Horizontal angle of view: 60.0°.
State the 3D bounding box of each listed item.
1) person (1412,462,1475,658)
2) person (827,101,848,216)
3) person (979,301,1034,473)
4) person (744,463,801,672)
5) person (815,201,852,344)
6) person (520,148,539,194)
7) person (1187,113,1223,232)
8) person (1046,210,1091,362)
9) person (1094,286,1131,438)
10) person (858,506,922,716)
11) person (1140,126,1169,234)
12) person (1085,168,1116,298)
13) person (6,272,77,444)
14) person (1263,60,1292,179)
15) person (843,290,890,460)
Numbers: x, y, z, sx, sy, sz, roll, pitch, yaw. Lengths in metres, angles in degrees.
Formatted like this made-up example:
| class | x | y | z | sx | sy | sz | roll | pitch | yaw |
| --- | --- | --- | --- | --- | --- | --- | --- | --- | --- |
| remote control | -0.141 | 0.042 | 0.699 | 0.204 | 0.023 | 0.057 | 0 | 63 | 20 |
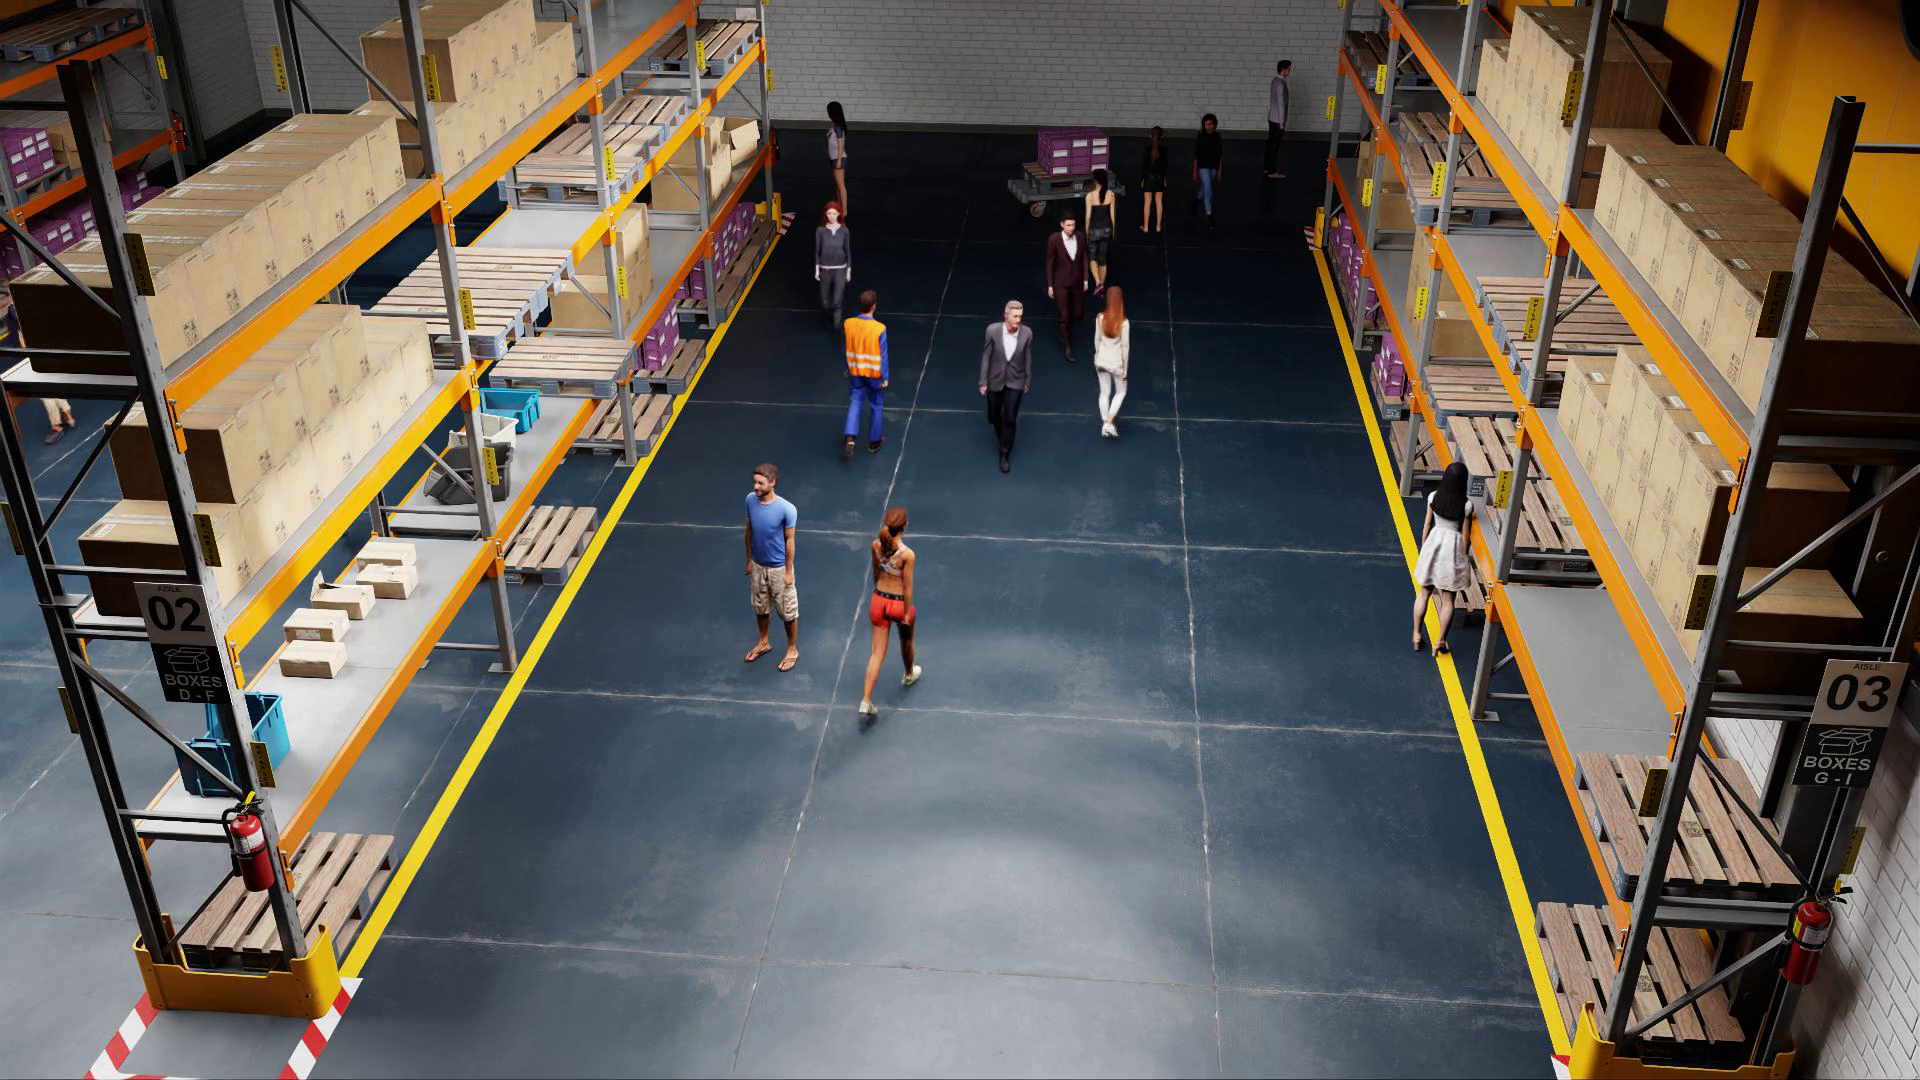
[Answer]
| class | x | y | z | sx | sy | sz | roll | pitch | yaw |
| --- | --- | --- | --- | --- | --- | --- | --- | --- | --- |
| person | 4.098 | 0.158 | 14.091 | 0.778 | 1.769 | 0.805 | 20 | 34 | 31 |
| person | -1.832 | -5.733 | 24.955 | 0.718 | 1.707 | 0.573 | -6 | 29 | -12 |
| person | 0.460 | -1.673 | 17.406 | 0.817 | 1.810 | 1.086 | -1 | 29 | -2 |
| person | -1.577 | 0.192 | 13.931 | 0.728 | 1.863 | 0.702 | 14 | 31 | 23 |
| person | -1.557 | -3.325 | 20.472 | 0.633 | 1.773 | 0.726 | 0 | 29 | 1 |
| person | -5.630 | -4.363 | 22.294 | 0.753 | 1.850 | 0.730 | 9 | 30 | 16 |
| person | 3.603 | -5.446 | 24.475 | 0.855 | 1.664 | 1.171 | -10 | 30 | -17 |
| person | 1.277 | -3.112 | 20.008 | 0.927 | 1.844 | 1.093 | -10 | 30 | -18 |
| person | 1.581 | -1.866 | 17.882 | 0.724 | 1.693 | 0.793 | 15 | 32 | 26 |
| person | -0.597 | 0.598 | 13.307 | 0.824 | 1.747 | 1.234 | 11 | 31 | 20 |
| person | 2.835 | -5.272 | 24.269 | 0.564 | 1.556 | 0.581 | -2 | 29 | -3 |
| person | 1.838 | -3.956 | 21.693 | 0.682 | 1.713 | 0.792 | -3 | 29 | -5 |
| person | -9.943 | -1.944 | 17.902 | 0.924 | 1.810 | 0.699 | -15 | 32 | -26 |
| person | 5.095 | -6.789 | 26.747 | 0.772 | 1.846 | 0.562 | -2 | 29 | -3 |
| person | -1.018 | -1.704 | 17.422 | 0.828 | 1.848 | 1.092 | 9 | 30 | 16 |
